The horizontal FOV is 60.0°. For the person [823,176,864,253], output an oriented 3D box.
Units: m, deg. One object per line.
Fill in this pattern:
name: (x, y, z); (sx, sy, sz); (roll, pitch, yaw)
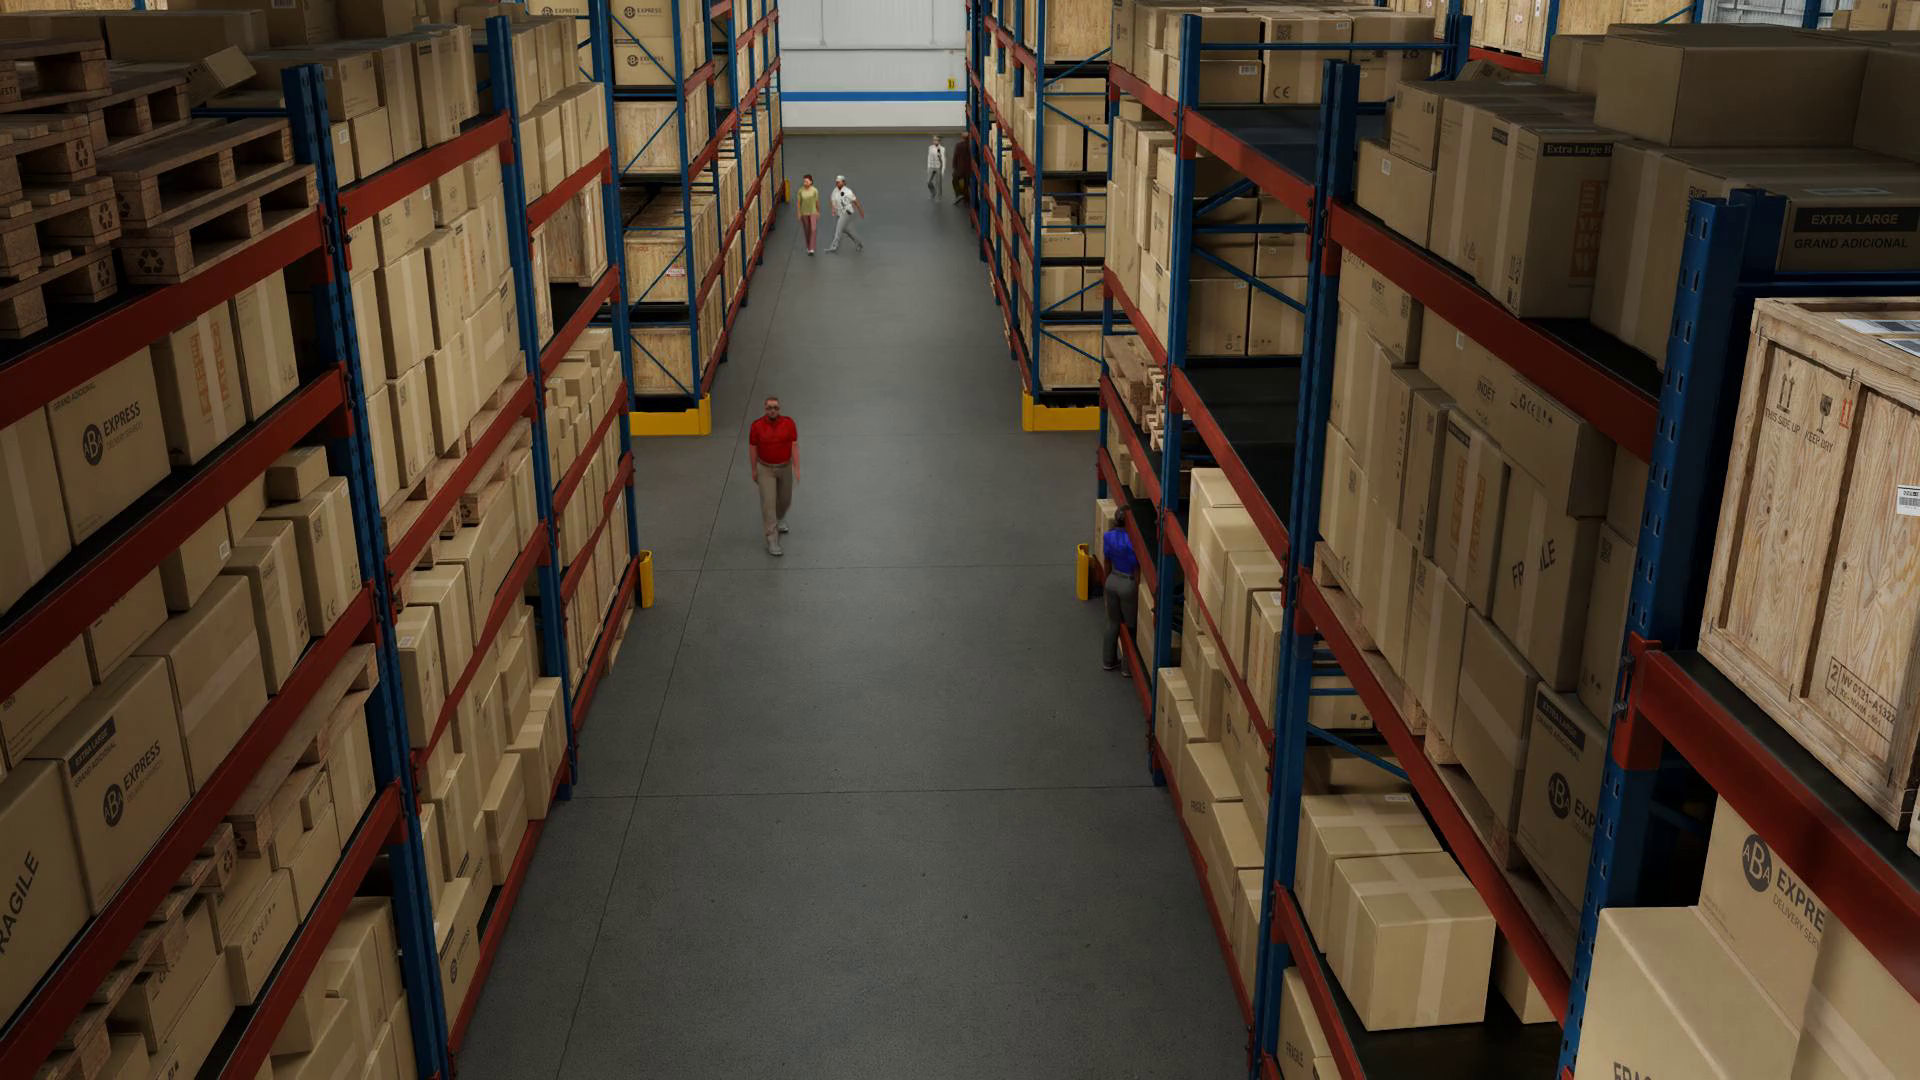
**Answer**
person: (-2.464, -6.884, 35.154); (1.006, 1.615, 0.481); (-17, 27, -39)

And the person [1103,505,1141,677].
person: (1.539, 0.454, 15.437); (0.342, 1.661, 0.434); (-19, 27, -41)

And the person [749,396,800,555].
person: (-2.076, -0.793, 18.675); (0.537, 1.700, 0.963); (-7, 22, -18)

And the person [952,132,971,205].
person: (0.128, -9.139, 40.923); (0.641, 1.775, 0.558); (-5, 21, -14)

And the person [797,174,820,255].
person: (-3.205, -6.842, 34.953); (0.457, 1.647, 0.836); (1, 21, 4)

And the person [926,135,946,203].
person: (-0.590, -9.185, 41.178); (0.521, 1.679, 0.443); (8, 22, 19)
